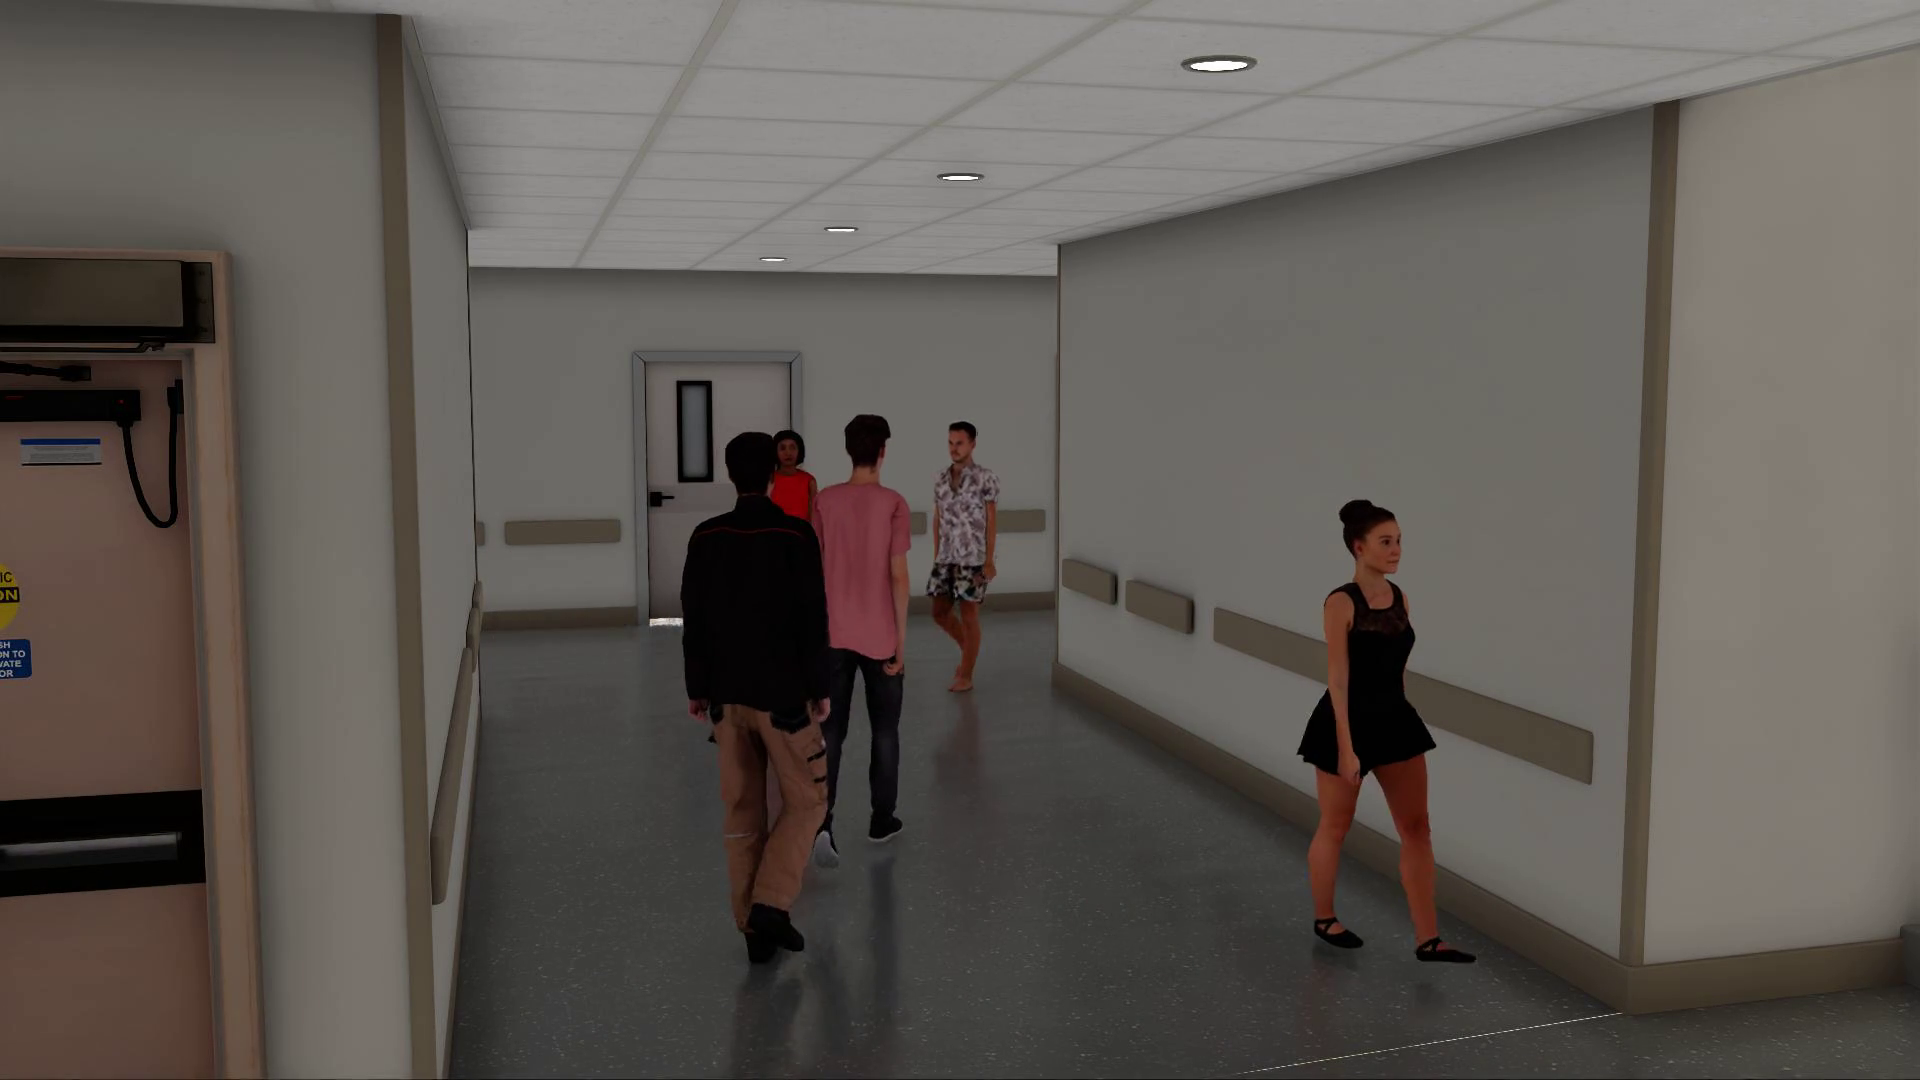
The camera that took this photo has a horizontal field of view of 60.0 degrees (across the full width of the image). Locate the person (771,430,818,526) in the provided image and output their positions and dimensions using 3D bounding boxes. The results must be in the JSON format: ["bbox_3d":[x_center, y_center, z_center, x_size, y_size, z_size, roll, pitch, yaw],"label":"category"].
[{"bbox_3d":[-1.180,0.121,11.354,0.433,1.743,0.617,-2,6,-16],"label":"person"}]

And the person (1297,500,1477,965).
[{"bbox_3d":[1.423,0.696,6.084,0.919,1.653,0.803,-3,7,-30],"label":"person"}]

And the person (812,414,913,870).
[{"bbox_3d":[-0.476,0.452,7.151,1.215,1.926,1.040,1,6,9],"label":"person"}]

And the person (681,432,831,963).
[{"bbox_3d":[-0.727,0.580,5.906,0.861,1.919,0.926,1,6,10],"label":"person"}]

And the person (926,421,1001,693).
[{"bbox_3d":[0.073,0.106,11.226,0.897,1.799,0.958,4,7,32],"label":"person"}]
